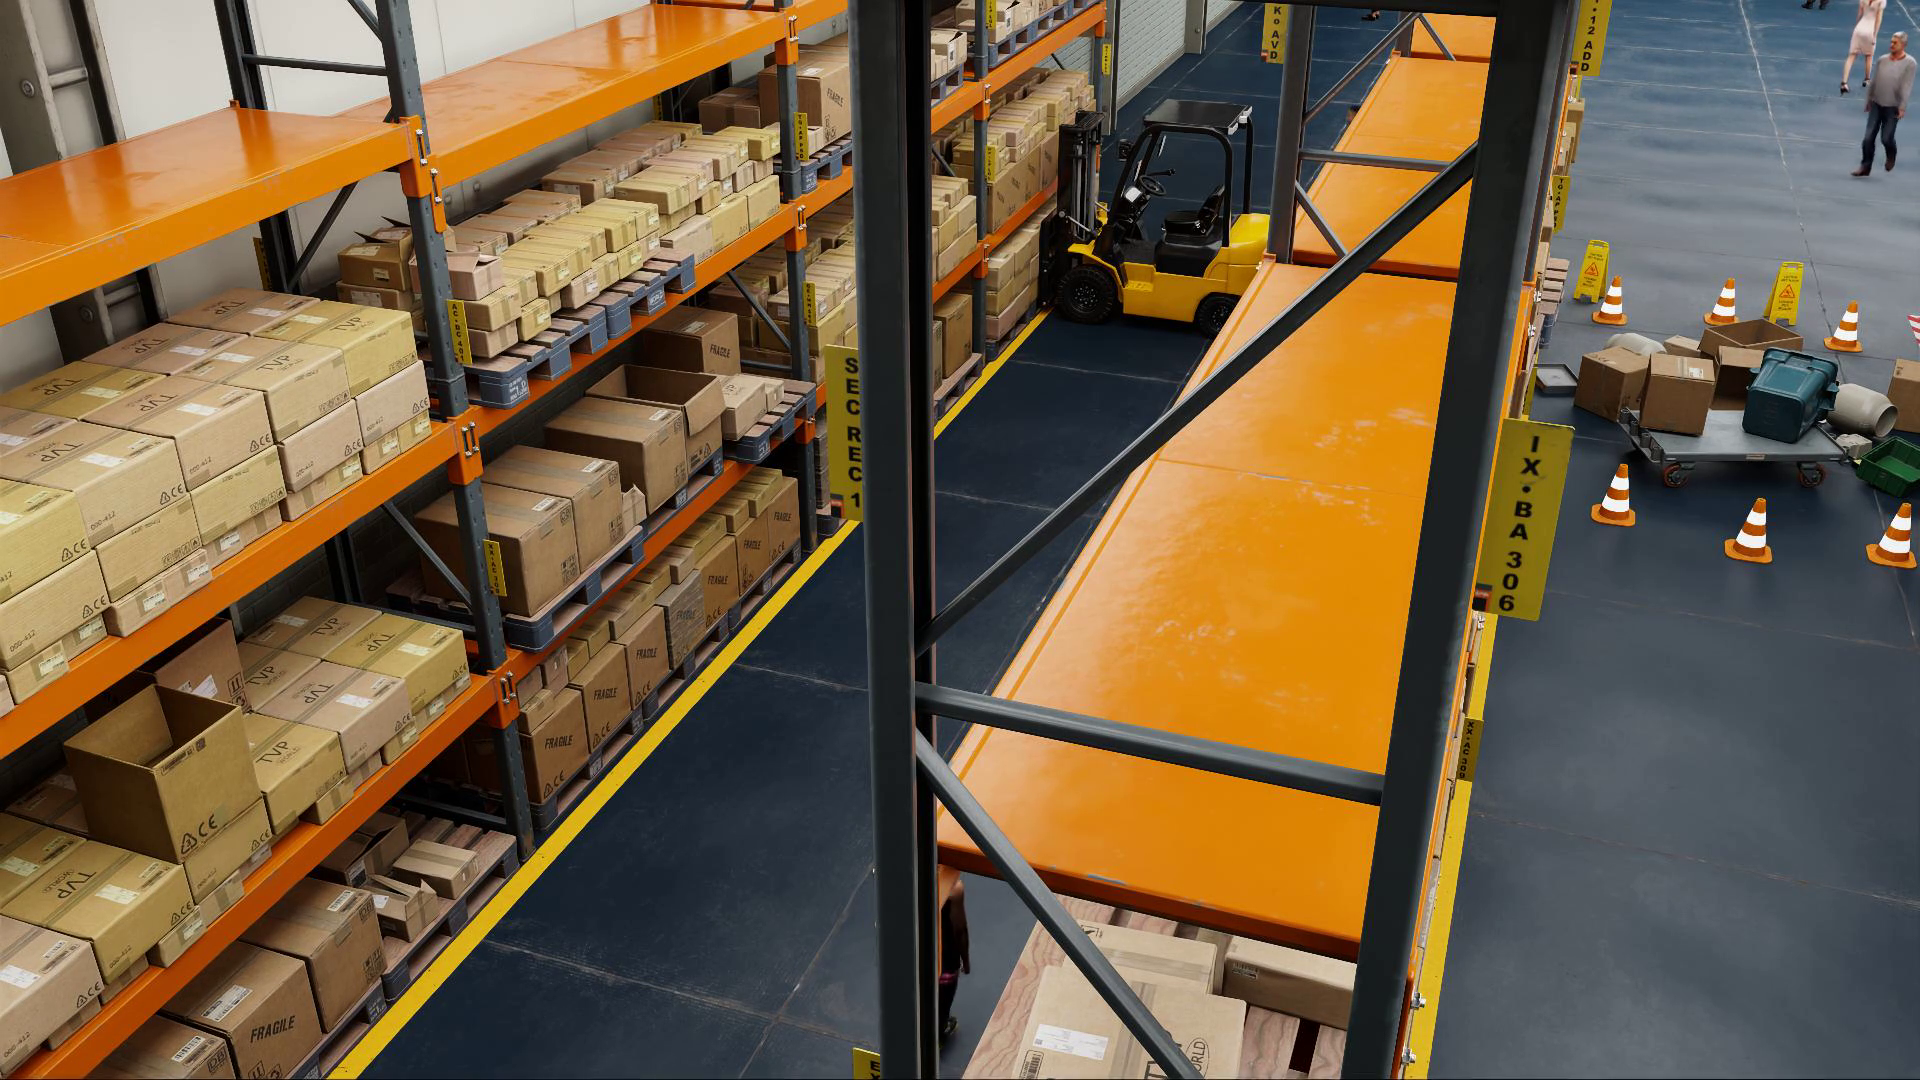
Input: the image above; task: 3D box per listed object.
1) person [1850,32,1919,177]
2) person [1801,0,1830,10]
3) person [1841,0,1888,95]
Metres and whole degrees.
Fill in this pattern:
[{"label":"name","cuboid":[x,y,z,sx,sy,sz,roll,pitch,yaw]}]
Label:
[{"label":"person","cuboid":[12.248,-5.717,21.891,1.086,1.891,1.012,-16,32,-27]},{"label":"person","cuboid":[16.930,-11.342,32.525,0.729,1.825,0.654,5,28,10]},{"label":"person","cuboid":[14.116,-7.881,26.064,1.135,1.788,0.983,-18,33,-30]}]
